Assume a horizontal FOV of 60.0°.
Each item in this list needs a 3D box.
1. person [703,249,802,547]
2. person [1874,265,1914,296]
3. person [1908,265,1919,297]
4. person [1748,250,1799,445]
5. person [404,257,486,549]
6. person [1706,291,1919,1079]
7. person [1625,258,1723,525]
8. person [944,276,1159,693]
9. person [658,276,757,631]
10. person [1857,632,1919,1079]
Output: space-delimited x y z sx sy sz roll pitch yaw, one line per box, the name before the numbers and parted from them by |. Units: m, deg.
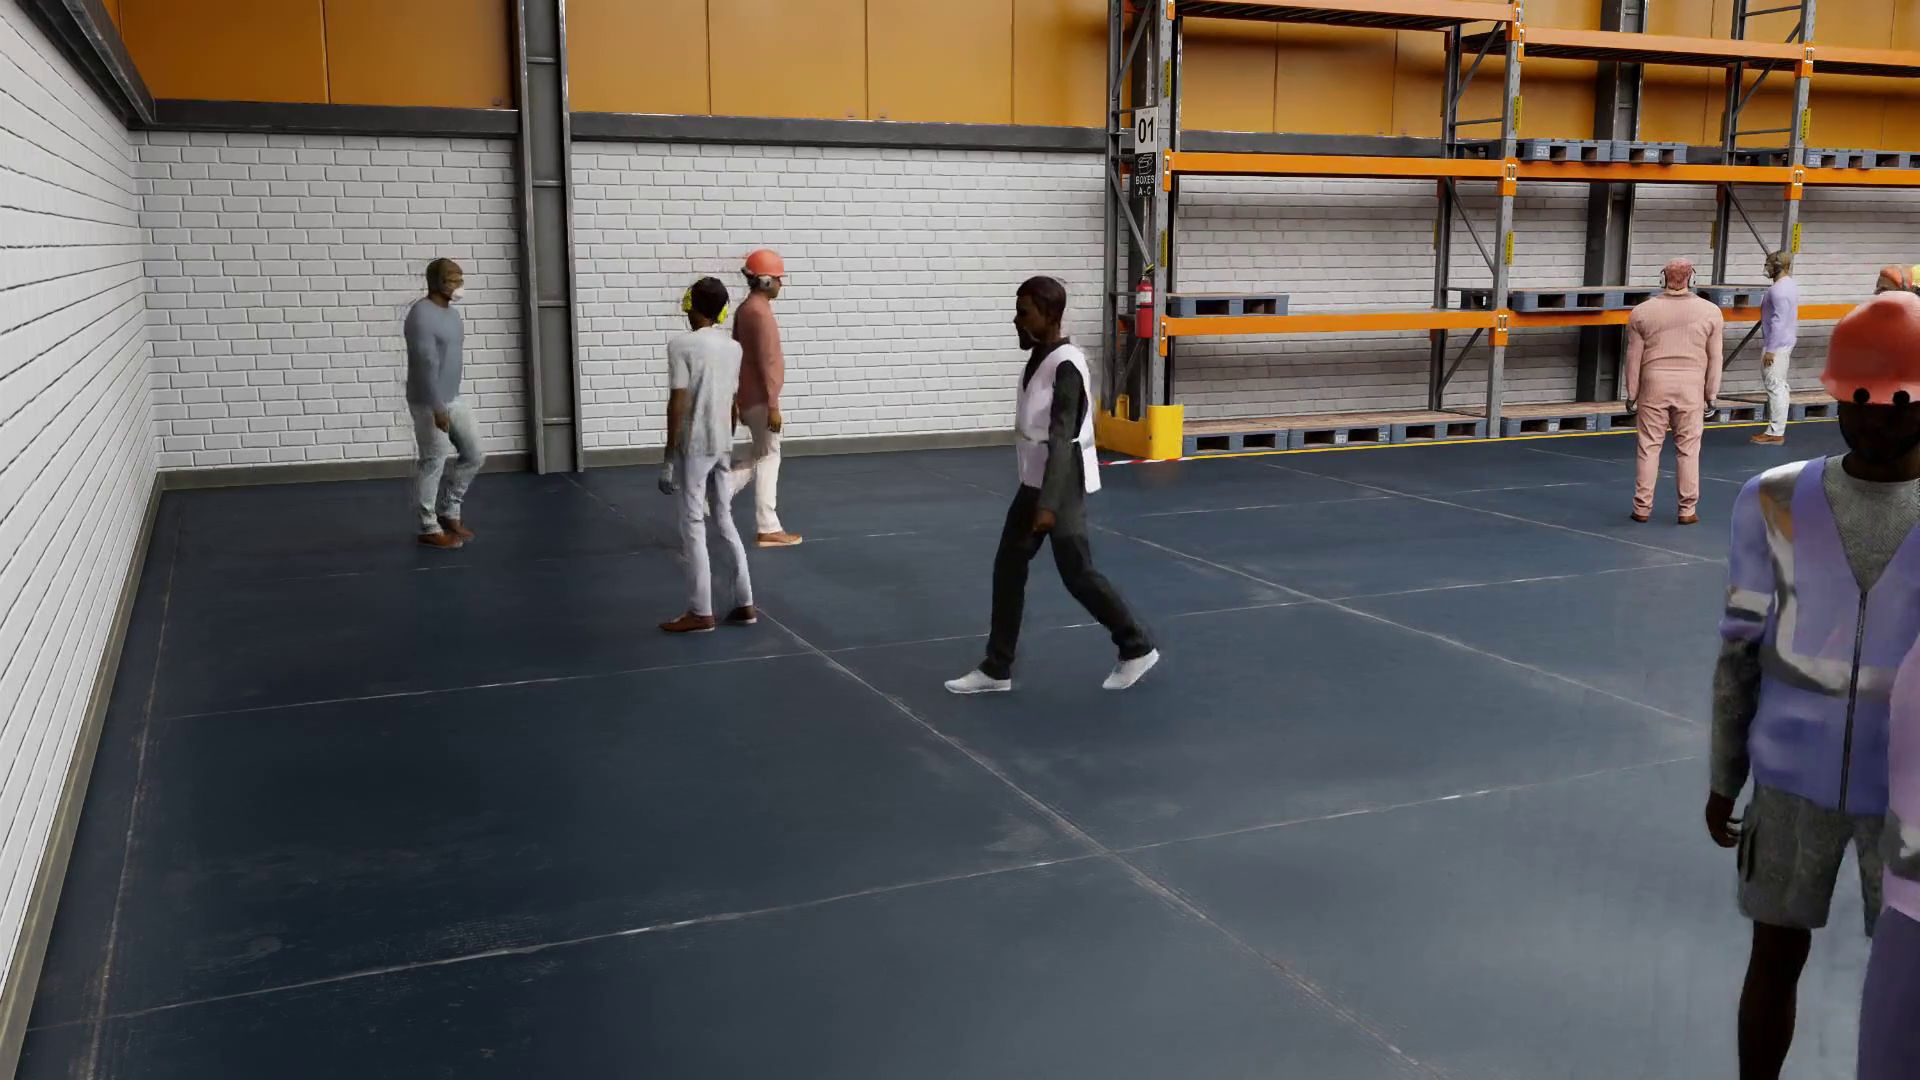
person | -1.378 -0.922 10.980 0.578 1.980 0.631 -4 11 -19
person | 6.408 -0.924 11.303 0.581 1.869 0.586 0 10 -1
person | 7.975 -1.386 13.960 0.404 1.831 0.600 -4 11 -21
person | 8.164 -1.919 16.640 0.354 1.936 0.635 7 12 33
person | -3.401 -0.886 10.933 0.473 1.919 0.645 2 10 12
person | 1.773 0.478 3.303 0.556 1.929 0.375 7 13 35
person | 5.106 -1.060 11.939 0.643 1.909 0.411 4 11 21
person | 0.442 -0.232 7.410 0.959 1.879 0.607 -3 11 -16
person | -1.300 -0.426 8.619 0.439 1.841 0.584 6 12 32
person | 1.303 0.652 2.180 0.608 2.002 0.991 -9 14 -42
